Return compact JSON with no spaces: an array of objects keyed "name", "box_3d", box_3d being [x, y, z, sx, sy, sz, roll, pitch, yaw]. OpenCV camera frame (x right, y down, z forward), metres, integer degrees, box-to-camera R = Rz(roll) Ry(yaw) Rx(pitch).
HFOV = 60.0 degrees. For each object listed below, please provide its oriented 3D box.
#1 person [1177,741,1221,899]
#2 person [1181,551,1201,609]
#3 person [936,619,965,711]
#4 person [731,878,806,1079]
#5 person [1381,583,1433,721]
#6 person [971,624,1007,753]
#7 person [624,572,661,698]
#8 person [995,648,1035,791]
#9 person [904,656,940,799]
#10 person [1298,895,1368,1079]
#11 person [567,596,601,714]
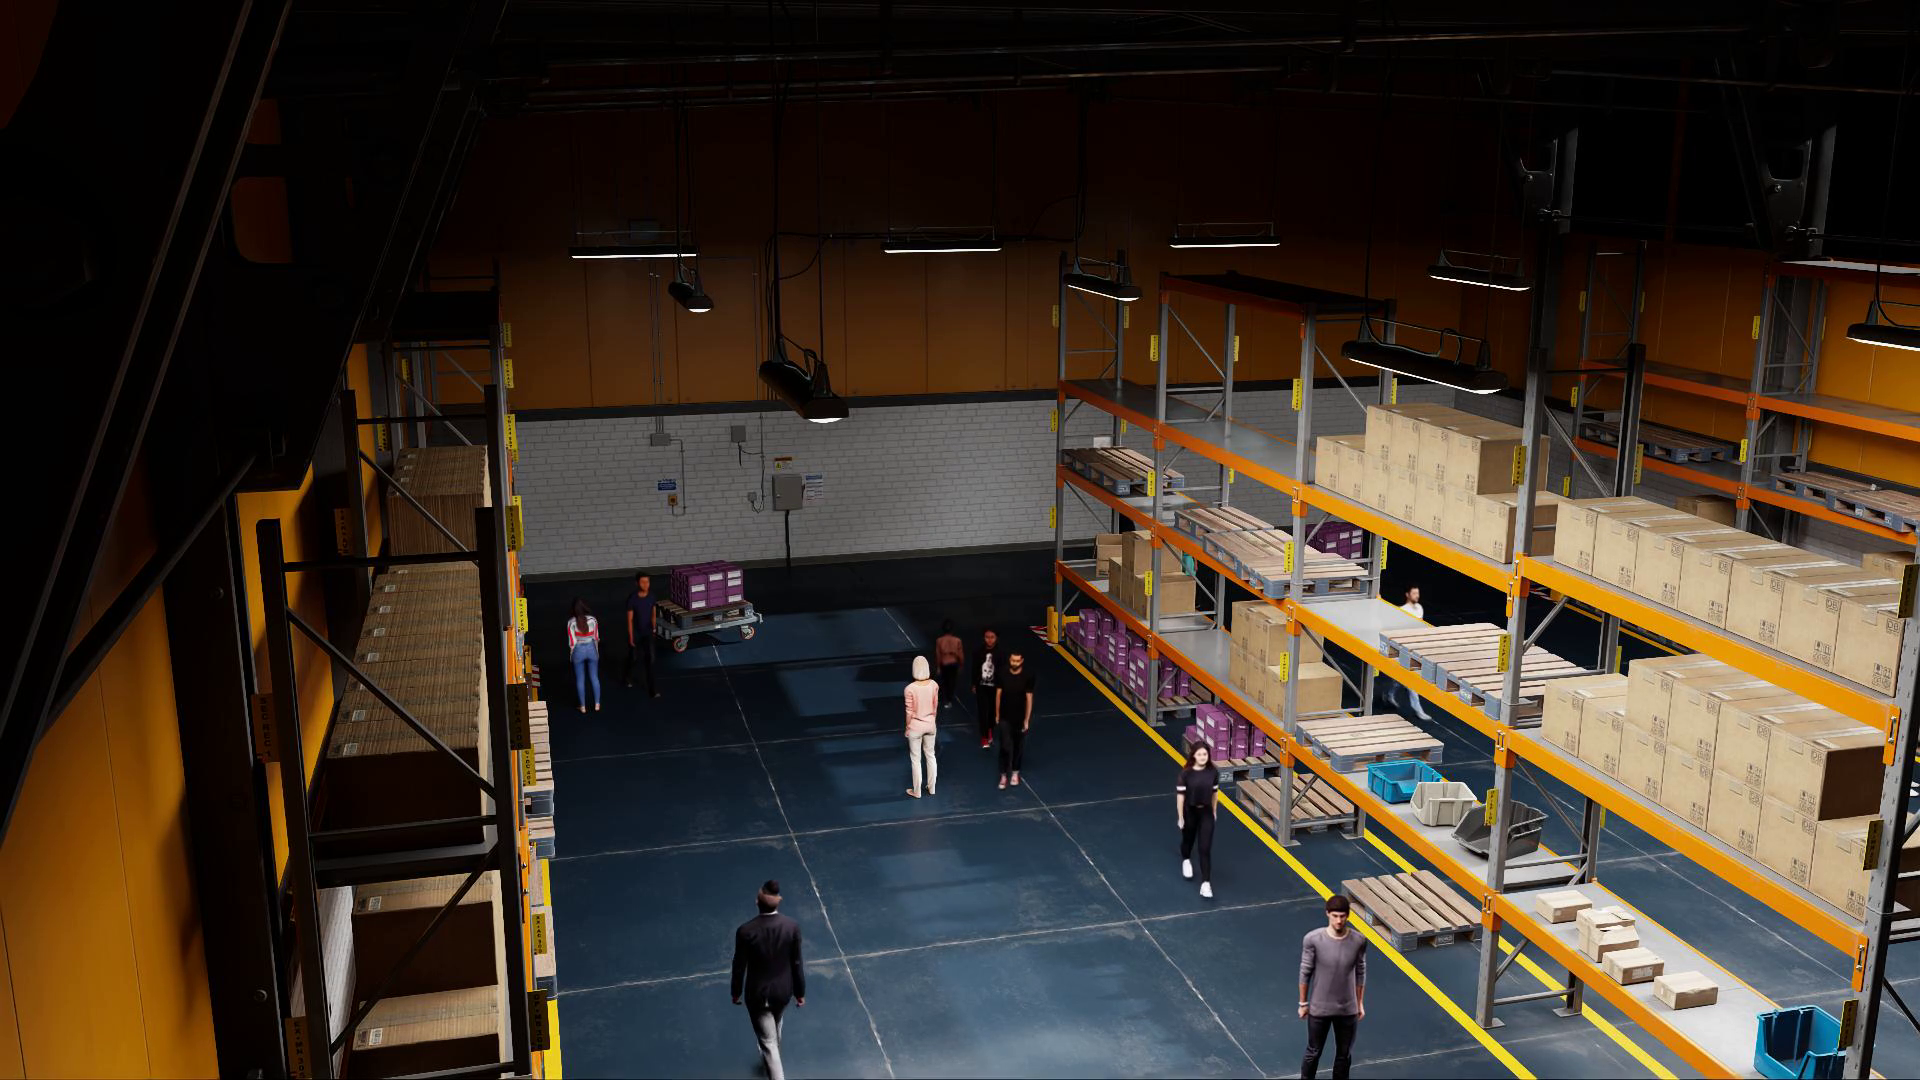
[{"name":"person","box_3d":[2.435,2.845,17.298,0.730,1.586,1.155,-1,14,-6]},{"name":"person","box_3d":[3.809,0.348,27.670,0.656,1.558,0.529,-7,15,-28]},{"name":"person","box_3d":[-0.151,1.718,22.704,0.763,1.233,0.983,2,14,8]},{"name":"person","box_3d":[-1.503,3.660,13.281,0.807,1.893,1.220,-5,15,-21]},{"name":"person","box_3d":[6.006,1.472,22.463,0.975,1.823,1.248,-10,17,-36]},{"name":"person","box_3d":[0.368,1.858,21.291,0.819,1.626,1.159,1,14,2]},{"name":"person","box_3d":[-4.508,1.300,23.304,0.935,1.762,1.222,-9,16,-34]},{"name":"person","box_3d":[0.671,2.102,20.040,0.736,1.739,0.800,1,14,4]},{"name":"person","box_3d":[-0.454,2.198,19.674,0.654,1.725,0.614,-8,16,-30]},{"name":"person","box_3d":[2.972,3.688,13.256,0.725,1.851,0.616,0,14,-1]},{"name":"person","box_3d":[-5.107,1.544,22.617,0.614,1.612,0.554,-6,15,-24]}]
